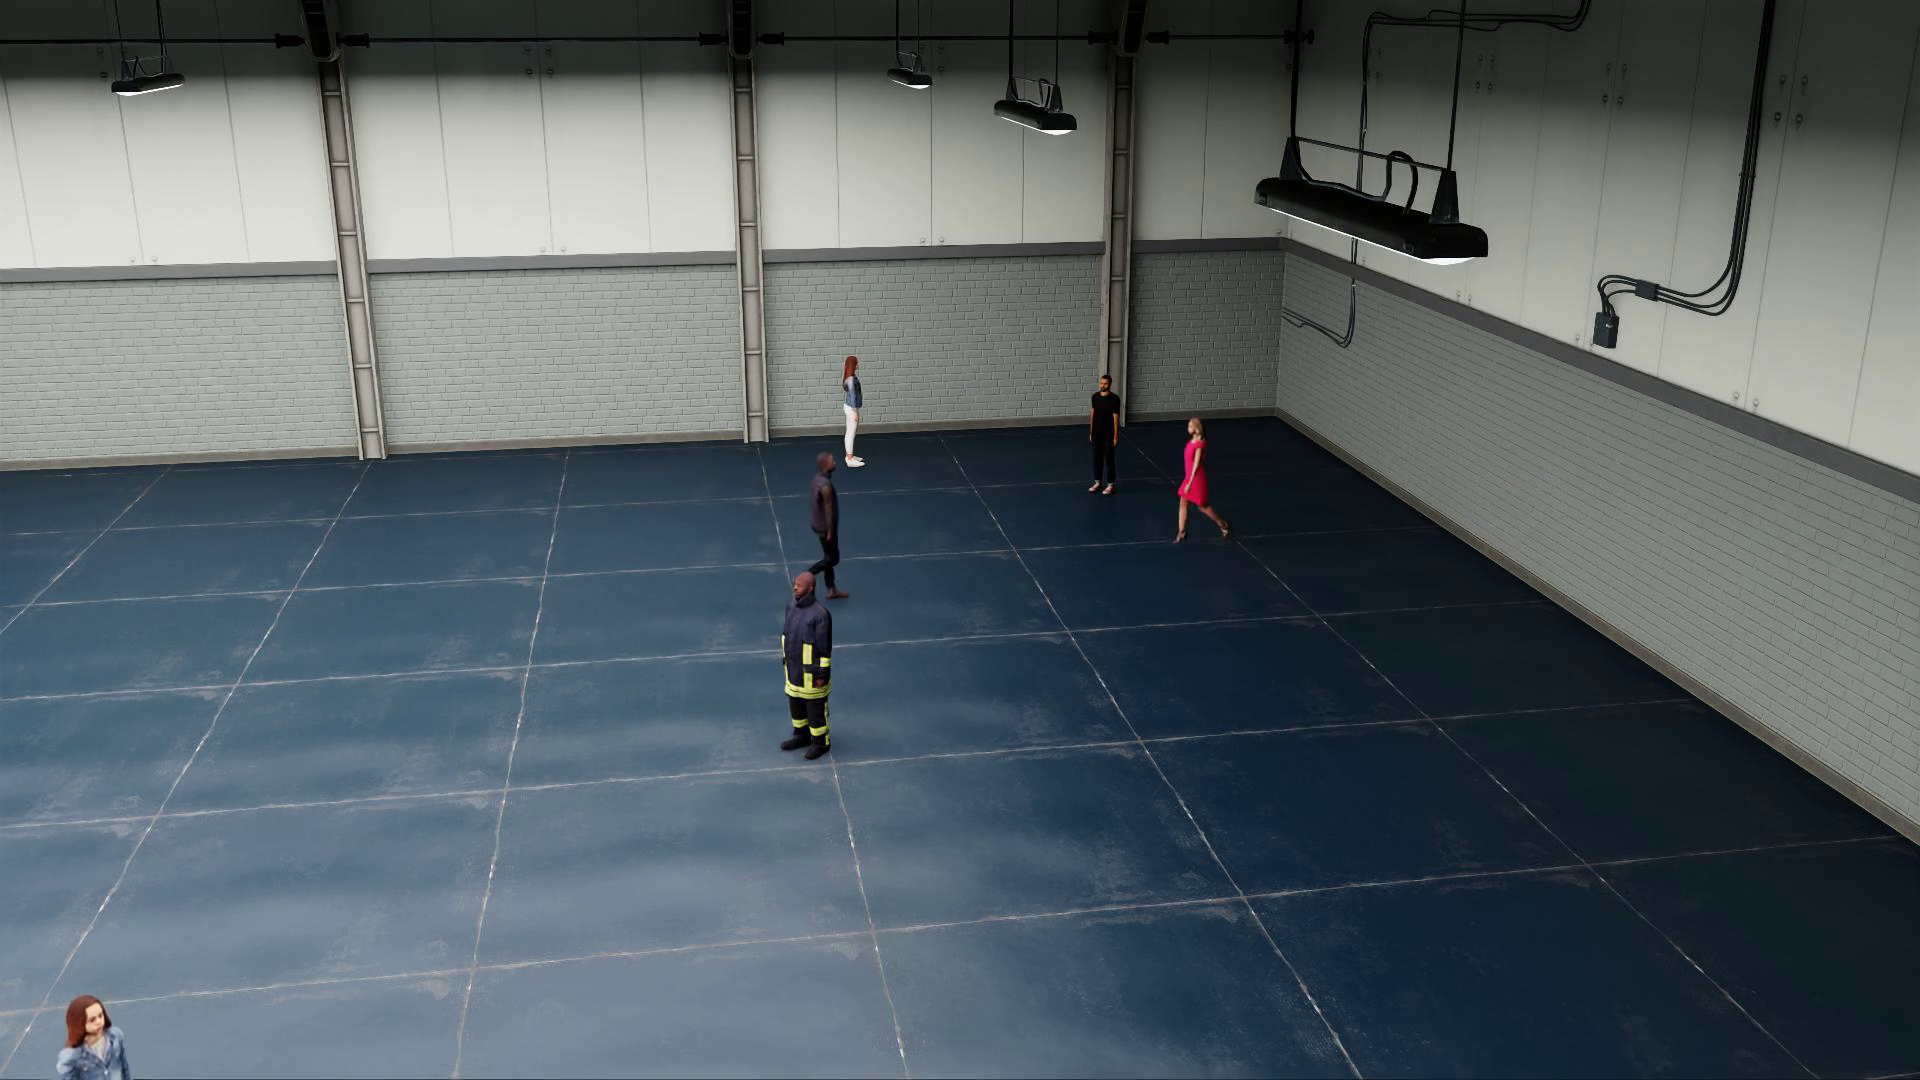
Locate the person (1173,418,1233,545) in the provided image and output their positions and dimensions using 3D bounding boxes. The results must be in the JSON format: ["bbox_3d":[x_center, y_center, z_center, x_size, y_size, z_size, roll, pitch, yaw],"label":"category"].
[{"bbox_3d":[3.179,-0.749,21.761,1.024,1.695,0.622,-4,19,-13],"label":"person"}]

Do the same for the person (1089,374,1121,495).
[{"bbox_3d":[2.092,-1.542,24.103,0.698,1.753,0.750,13,22,35],"label":"person"}]

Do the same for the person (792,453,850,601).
[{"bbox_3d":[-1.664,-0.131,19.657,0.947,1.822,0.754,-5,19,-15],"label":"person"}]

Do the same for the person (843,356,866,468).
[{"bbox_3d":[-1.673,-1.992,25.565,0.503,1.702,0.610,-3,18,-9],"label":"person"}]

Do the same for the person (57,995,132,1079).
[{"bbox_3d":[-5.043,3.298,9.698,0.740,1.468,0.682,11,21,31],"label":"person"}]

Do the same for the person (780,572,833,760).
[{"bbox_3d":[-1.445,1.150,15.722,0.864,1.822,0.896,16,24,40],"label":"person"}]
